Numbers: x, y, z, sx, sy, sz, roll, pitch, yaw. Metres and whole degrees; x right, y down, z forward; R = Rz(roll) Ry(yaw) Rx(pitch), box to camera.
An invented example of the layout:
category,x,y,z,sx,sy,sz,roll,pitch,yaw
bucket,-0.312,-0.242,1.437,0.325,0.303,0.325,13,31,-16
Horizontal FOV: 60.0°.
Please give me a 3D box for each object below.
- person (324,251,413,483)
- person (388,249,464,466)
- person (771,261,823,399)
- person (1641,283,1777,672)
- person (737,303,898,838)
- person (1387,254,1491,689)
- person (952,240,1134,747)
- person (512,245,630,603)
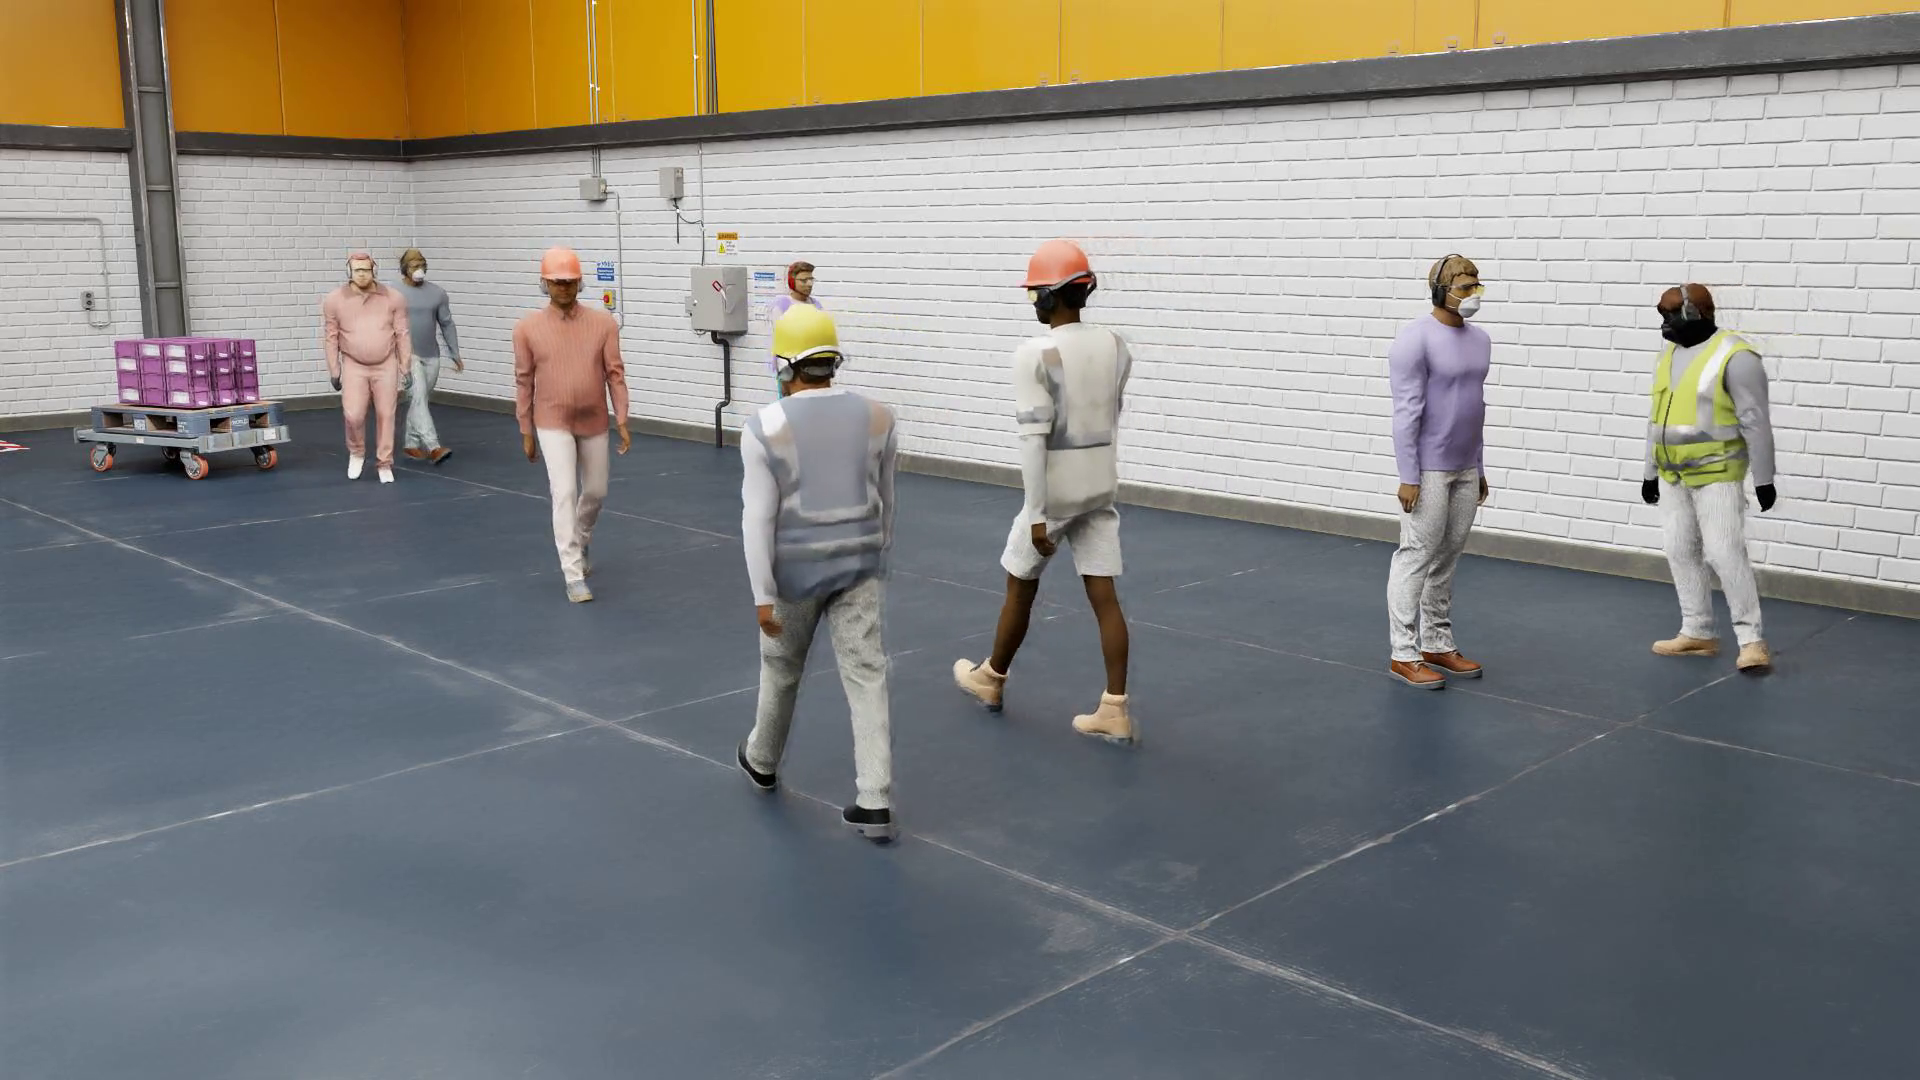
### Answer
category,x,y,z,sx,sy,sz,roll,pitch,yaw
person,-4.811,-1.395,13.569,0.661,1.894,0.416,-4,11,-23
person,-4.733,-1.602,14.675,1.005,1.885,0.653,10,14,43
person,-1.176,-1.288,13.195,0.858,1.806,0.587,8,13,36
person,3.520,-0.303,7.865,0.471,1.803,0.703,-3,11,-17
person,-0.494,0.092,5.745,0.584,1.791,0.945,-5,12,-25
person,2.174,-0.310,7.516,0.634,1.938,0.366,-9,14,-40
person,0.371,-0.207,6.798,0.619,1.993,1.029,-7,13,-34
person,-2.216,-0.681,9.455,0.608,1.970,0.899,-5,12,-26
